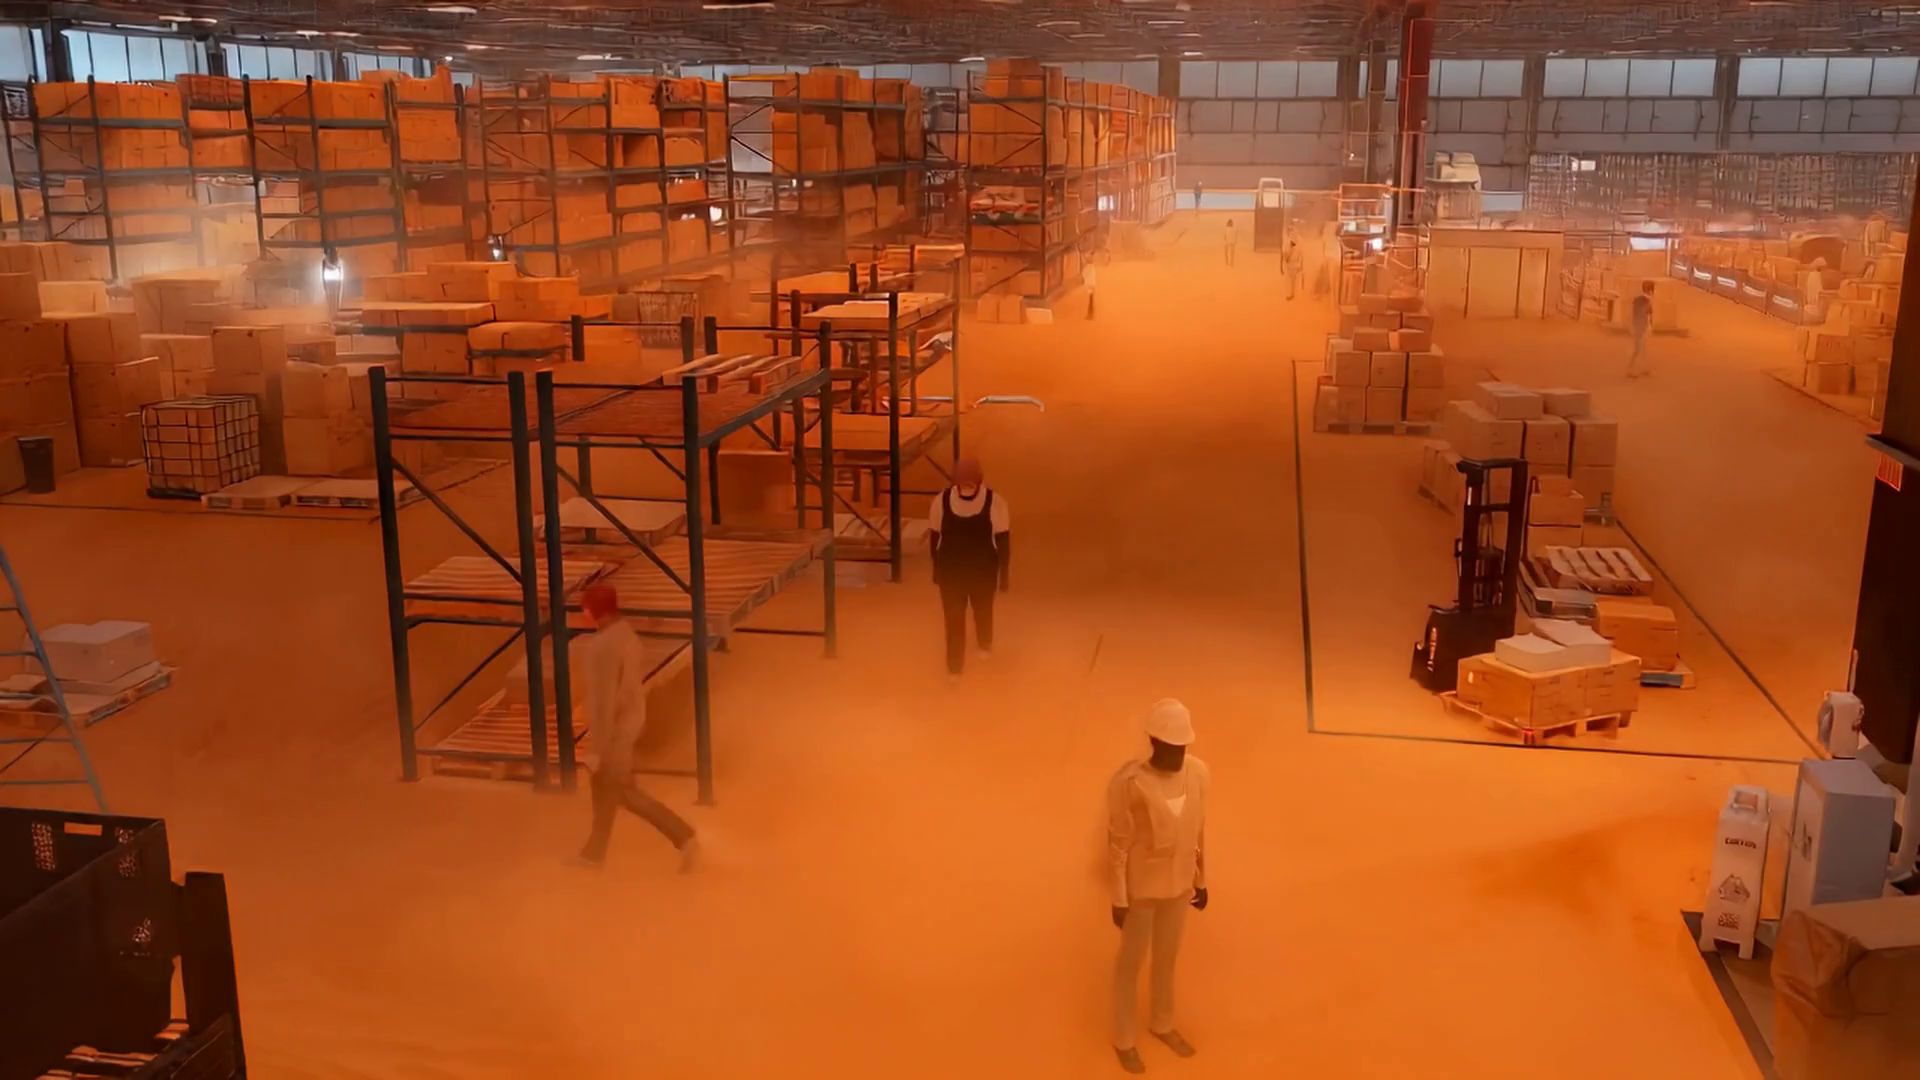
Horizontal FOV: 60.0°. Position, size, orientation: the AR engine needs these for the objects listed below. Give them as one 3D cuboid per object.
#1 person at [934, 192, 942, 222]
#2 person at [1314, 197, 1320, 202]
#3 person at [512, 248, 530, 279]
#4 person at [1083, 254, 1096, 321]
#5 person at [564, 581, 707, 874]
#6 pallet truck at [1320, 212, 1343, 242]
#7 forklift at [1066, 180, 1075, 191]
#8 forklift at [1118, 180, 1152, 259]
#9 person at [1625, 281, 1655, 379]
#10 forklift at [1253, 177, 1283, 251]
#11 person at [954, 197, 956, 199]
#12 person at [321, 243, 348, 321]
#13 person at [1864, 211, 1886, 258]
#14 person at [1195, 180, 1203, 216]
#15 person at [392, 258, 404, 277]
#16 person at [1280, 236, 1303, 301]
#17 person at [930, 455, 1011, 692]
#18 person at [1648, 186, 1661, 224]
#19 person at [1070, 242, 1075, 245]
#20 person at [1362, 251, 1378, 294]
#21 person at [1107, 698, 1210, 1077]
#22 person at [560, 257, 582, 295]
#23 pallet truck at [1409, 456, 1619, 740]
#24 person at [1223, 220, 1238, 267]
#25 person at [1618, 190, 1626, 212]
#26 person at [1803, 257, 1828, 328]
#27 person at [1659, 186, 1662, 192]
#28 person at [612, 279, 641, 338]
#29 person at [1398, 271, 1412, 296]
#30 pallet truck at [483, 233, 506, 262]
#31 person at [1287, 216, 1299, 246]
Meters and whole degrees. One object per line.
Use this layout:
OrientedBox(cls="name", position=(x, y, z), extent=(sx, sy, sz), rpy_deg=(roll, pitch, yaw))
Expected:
OrientedBox(cls="person", position=(-1.116, -17.176, 85.096), extent=(0.403, 1.830, 0.598), rpy_deg=(3, 14, 11))
OrientedBox(cls="person", position=(15.853, -14.515, 74.506), extent=(0.885, 1.731, 0.517), rpy_deg=(5, 15, 18))
OrientedBox(cls="person", position=(-10.224, -5.873, 38.977), extent=(1.004, 1.950, 0.626), rpy_deg=(-5, 15, -18))
OrientedBox(cls="person", position=(3.209, -6.237, 41.078), extent=(0.309, 1.641, 0.512), rpy_deg=(1, 14, 2))
OrientedBox(cls="person", position=(-2.053, 1.196, 10.390), extent=(0.894, 1.898, 0.670), rpy_deg=(2, 14, 10))
OrientedBox(cls="pallet truck", position=(15.874, -13.227, 70.310), extent=(0.680, 1.201, 1.601), rpy_deg=(10, 17, 35))
OrientedBox(cls="forklift", position=(3.958, -11.696, 60.690), extent=(1.873, 2.768, 1.129), rpy_deg=(3, 14, 10))
OrientedBox(cls="forklift", position=(6.082, -11.722, 60.796), extent=(1.873, 2.768, 1.129), rpy_deg=(2, 14, 9))
OrientedBox(cls="person", position=(12.965, -3.959, 31.414), extent=(0.782, 1.841, 0.549), rpy_deg=(-2, 14, -8))
OrientedBox(cls="forklift", position=(12.083, -12.747, 64.956), extent=(1.129, 2.768, 1.873), rpy_deg=(3, 14, 10))
OrientedBox(cls="person", position=(-0.008, -18.343, 89.880), extent=(0.633, 1.818, 0.808), rpy_deg=(-1, 14, -3))
OrientedBox(cls="person", position=(-15.436, -6.380, 41.111), extent=(0.587, 1.911, 0.398), rpy_deg=(-7, 16, -28))
OrientedBox(cls="person", position=(32.003, -10.553, 58.202), extent=(0.656, 1.872, 0.956), rpy_deg=(5, 15, 21))
OrientedBox(cls="person", position=(13.104, -18.688, 91.015), extent=(0.410, 1.943, 0.612), rpy_deg=(-4, 14, -15))
OrientedBox(cls="person", position=(-13.105, -5.736, 38.926), extent=(0.317, 1.695, 0.540), rpy_deg=(-5, 15, -18))
OrientedBox(cls="person", position=(9.156, -7.511, 45.959), extent=(0.597, 1.791, 0.927), rpy_deg=(1, 14, 5))
OrientedBox(cls="person", position=(0.084, 0.180, 14.202), extent=(0.694, 2.000, 1.059), rpy_deg=(1, 14, 4))
OrientedBox(cls="person", position=(33.297, -15.953, 79.795), extent=(0.611, 1.995, 0.380), rpy_deg=(-1, 14, -5))
OrientedBox(cls="person", position=(3.923, -10.751, 59.482), extent=(0.829, 1.597, 0.504), rpy_deg=(4, 14, 16))
OrientedBox(cls="person", position=(9.561, -5.763, 38.625), extent=(0.922, 1.905, 0.555), rpy_deg=(5, 15, 21))
OrientedBox(cls="person", position=(0.998, 1.698, 8.269), extent=(0.589, 1.928, 0.384), rpy_deg=(-8, 16, -28))
OrientedBox(cls="person", position=(-9.421, -6.048, 40.338), extent=(0.529, 1.624, 0.320), rpy_deg=(1, 14, 2))
OrientedBox(cls="pallet truck", position=(4.504, 0.400, 13.395), extent=(0.823, 1.965, 1.885), rpy_deg=(-6, 15, -23))
OrientedBox(cls="person", position=(9.344, -10.266, 57.539), extent=(0.497, 1.589, 0.871), rpy_deg=(1, 14, 3))
OrientedBox(cls="person", position=(32.350, -16.266, 81.482), extent=(0.898, 1.785, 0.621), rpy_deg=(4, 14, 17))
OrientedBox(cls="person", position=(18.775, -5.241, 36.462), extent=(0.505, 1.919, 0.554), rpy_deg=(3, 14, 12))
OrientedBox(cls="person", position=(35.890, -17.277, 85.510), extent=(0.577, 1.828, 0.594), rpy_deg=(1, 14, 5))
OrientedBox(cls="person", position=(-6.164, -3.891, 30.980), extent=(0.538, 1.922, 0.630), rpy_deg=(12, 18, 39))
OrientedBox(cls="person", position=(9.401, -4.810, 35.123), extent=(0.931, 1.721, 0.538), rpy_deg=(5, 15, 18))
OrientedBox(cls="pallet truck", position=(-11.832, -7.026, 43.548), extent=(1.885, 1.965, 0.823), rpy_deg=(8, 16, 28))
OrientedBox(cls="person", position=(10.686, -9.417, 53.380), extent=(0.375, 1.935, 0.551), rpy_deg=(8, 16, 29))
